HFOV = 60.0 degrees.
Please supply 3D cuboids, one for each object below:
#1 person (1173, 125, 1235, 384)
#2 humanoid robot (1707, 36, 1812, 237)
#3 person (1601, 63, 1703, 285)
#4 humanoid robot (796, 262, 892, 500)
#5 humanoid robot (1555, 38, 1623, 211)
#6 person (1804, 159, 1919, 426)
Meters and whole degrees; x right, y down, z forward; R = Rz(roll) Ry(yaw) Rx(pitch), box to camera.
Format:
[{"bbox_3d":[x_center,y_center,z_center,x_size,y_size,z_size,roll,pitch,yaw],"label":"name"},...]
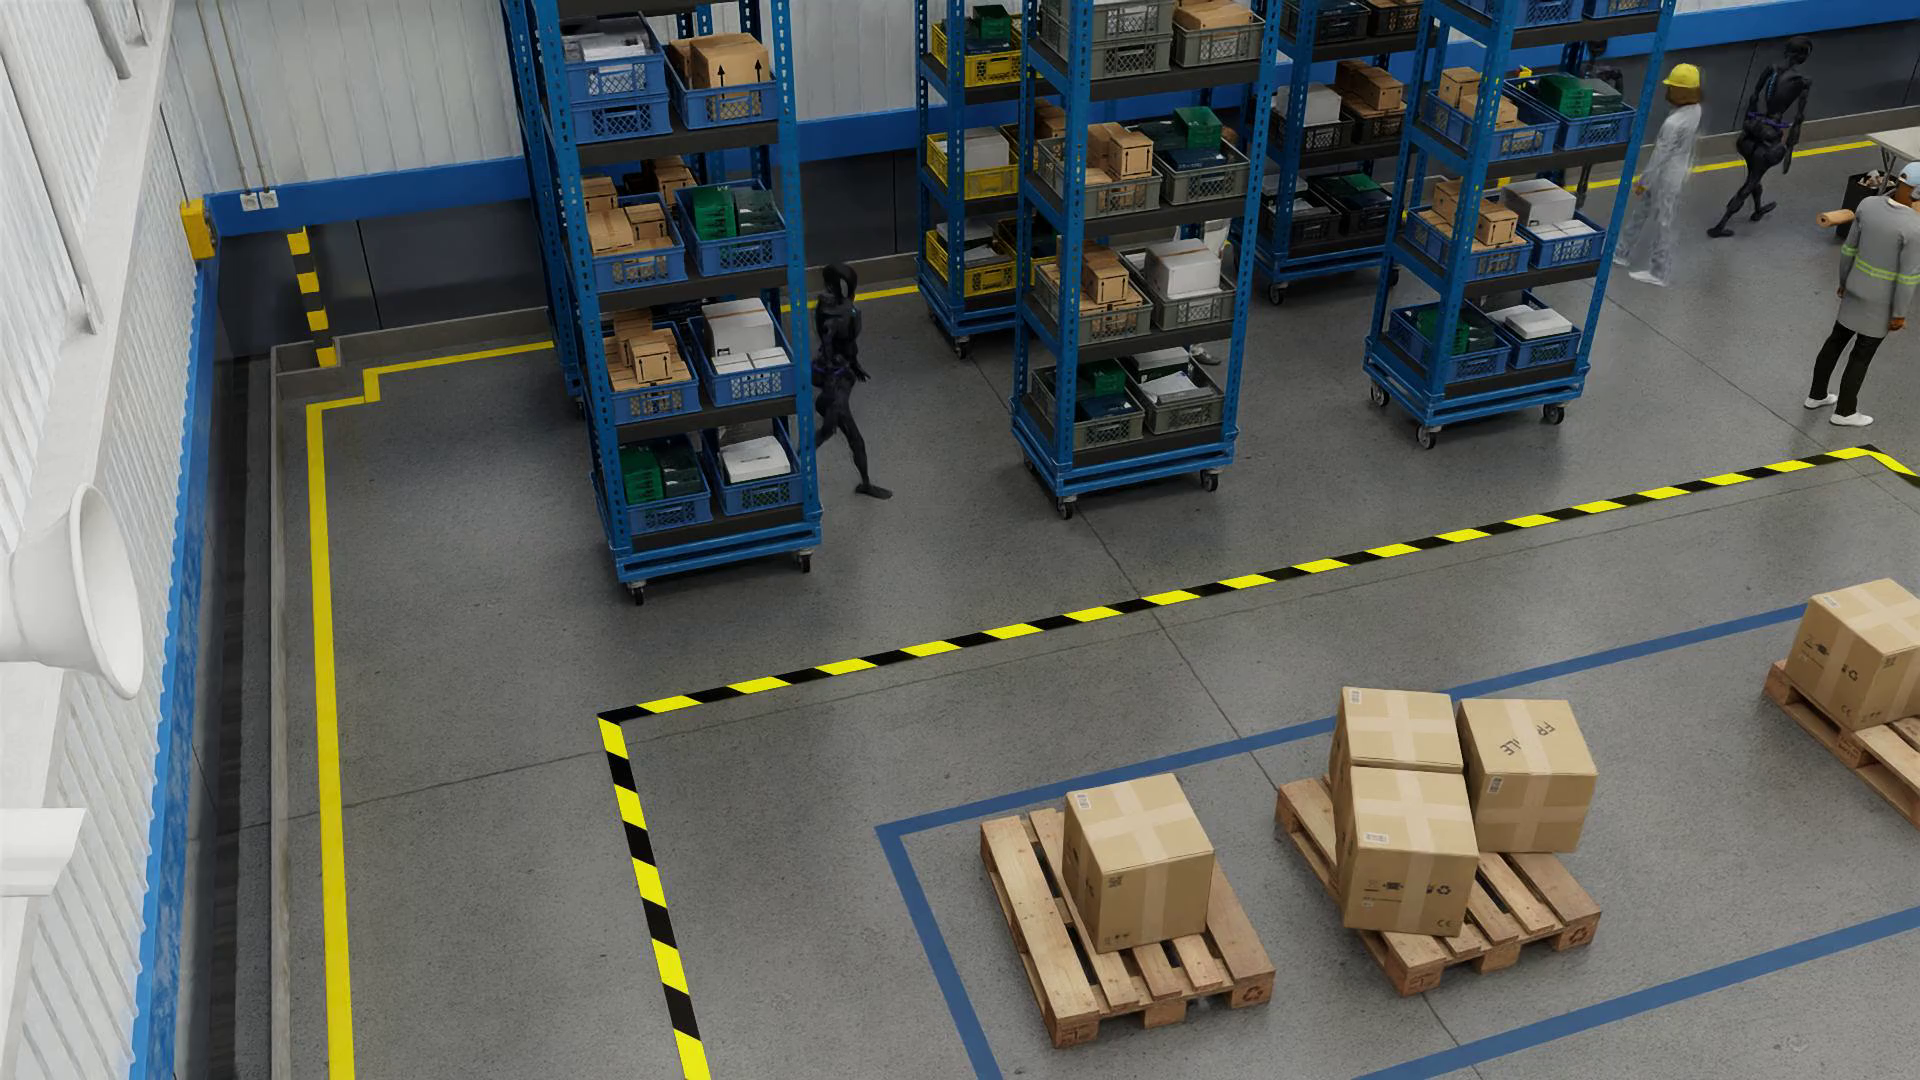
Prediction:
[{"bbox_3d":[1.669,-1.983,11.498,0.390,1.845,0.566,14,38,19],"label":"person"},{"bbox_3d":[6.577,-3.281,13.517,0.798,1.618,0.590,-13,37,-17],"label":"humanoid robot"},{"bbox_3d":[5.313,-2.830,12.803,0.712,1.717,0.498,23,41,29],"label":"person"},{"bbox_3d":[-0.797,-0.990,10.308,0.780,1.649,0.608,7,36,10],"label":"humanoid robot"},{"bbox_3d":[5.089,-3.332,13.579,0.611,1.633,0.620,17,39,22],"label":"humanoid robot"},{"bbox_3d":[6.053,-1.628,10.994,0.395,1.848,0.586,-11,37,-15],"label":"person"}]
